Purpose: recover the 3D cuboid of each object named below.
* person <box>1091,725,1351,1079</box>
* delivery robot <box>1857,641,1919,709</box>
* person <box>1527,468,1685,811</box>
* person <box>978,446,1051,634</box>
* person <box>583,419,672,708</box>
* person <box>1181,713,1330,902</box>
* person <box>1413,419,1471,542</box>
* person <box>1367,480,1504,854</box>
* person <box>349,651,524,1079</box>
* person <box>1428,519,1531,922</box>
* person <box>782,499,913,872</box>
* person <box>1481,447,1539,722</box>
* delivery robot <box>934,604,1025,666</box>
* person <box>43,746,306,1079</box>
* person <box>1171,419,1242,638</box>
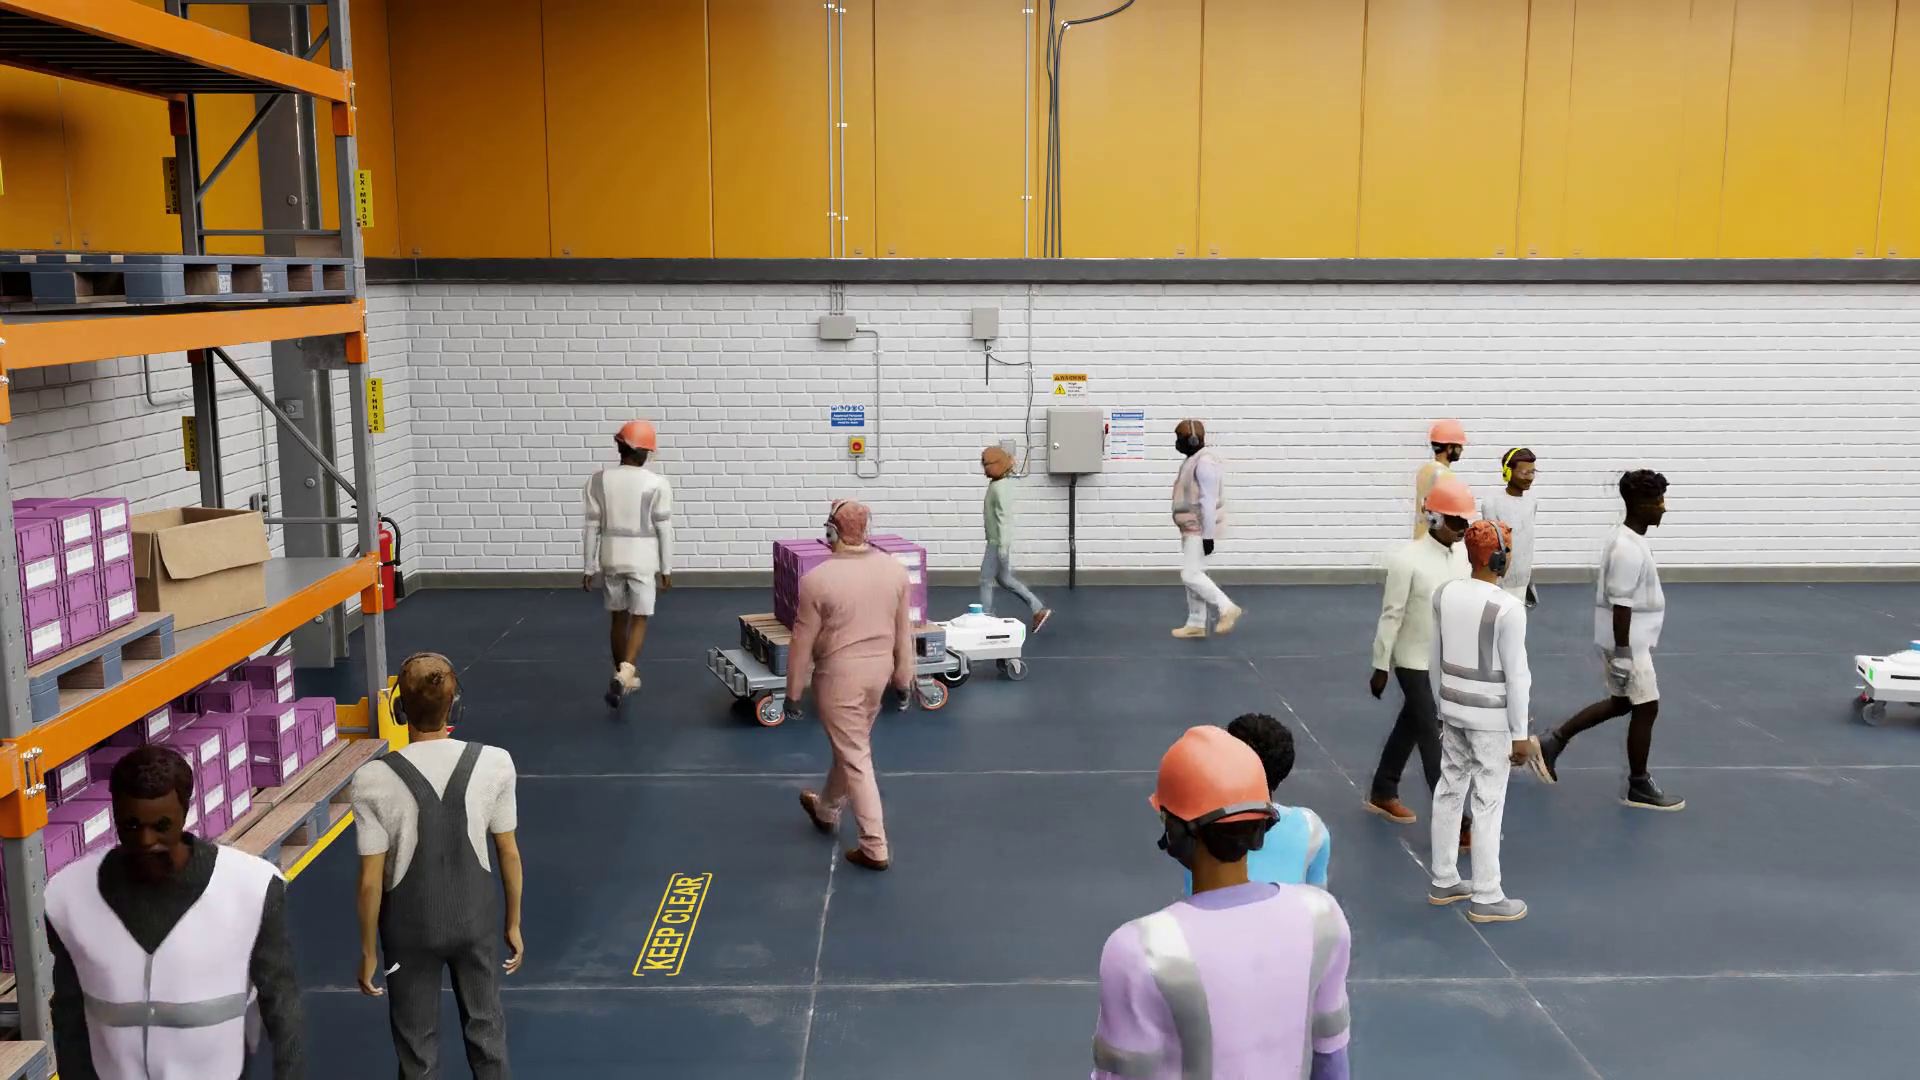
[{"bbox_3d":[0.568,1.419,3.759,0.631,2.029,0.440,-5,10,-26],"label":"person"},{"bbox_3d":[6.383,0.915,11.073,0.707,0.478,0.477,2,9,15],"label":"delivery robot"},{"bbox_3d":[3.689,0.548,9.380,0.785,1.936,0.620,3,10,19],"label":"person"},{"bbox_3d":[0.372,0.024,13.651,0.723,1.608,0.506,0,9,-1],"label":"person"},{"bbox_3d":[-2.323,0.169,11.512,0.632,2.013,0.850,1,9,7],"label":"person"},{"bbox_3d":[0.938,1.369,5.152,0.534,1.669,0.739,-5,11,-30],"label":"person"},{"bbox_3d":[3.577,0.056,12.420,0.411,1.924,0.544,0,9,0],"label":"person"},{"bbox_3d":[2.535,0.643,8.810,0.626,1.936,1.008,-7,12,-37],"label":"person"},{"bbox_3d":[-1.649,1.261,5.292,0.515,1.844,0.329,-5,11,-29],"label":"person"},{"bbox_3d":[2.431,0.837,7.777,0.355,1.883,0.575,-5,10,-28],"label":"person"},{"bbox_3d":[-0.634,0.712,8.596,0.673,1.855,0.960,-8,12,-40],"label":"person"},{"bbox_3d":[3.656,0.308,11.073,0.534,1.864,0.309,-6,11,-32],"label":"person"},{"bbox_3d":[0.117,0.717,12.285,0.707,0.478,0.477,-3,10,-15],"label":"delivery robot"},{"bbox_3d":[-2.040,1.394,4.411,0.638,1.878,0.823,-2,9,-10],"label":"person"},{"bbox_3d":[1.972,-0.074,13.553,0.504,1.823,0.648,-1,9,-4],"label":"person"}]
